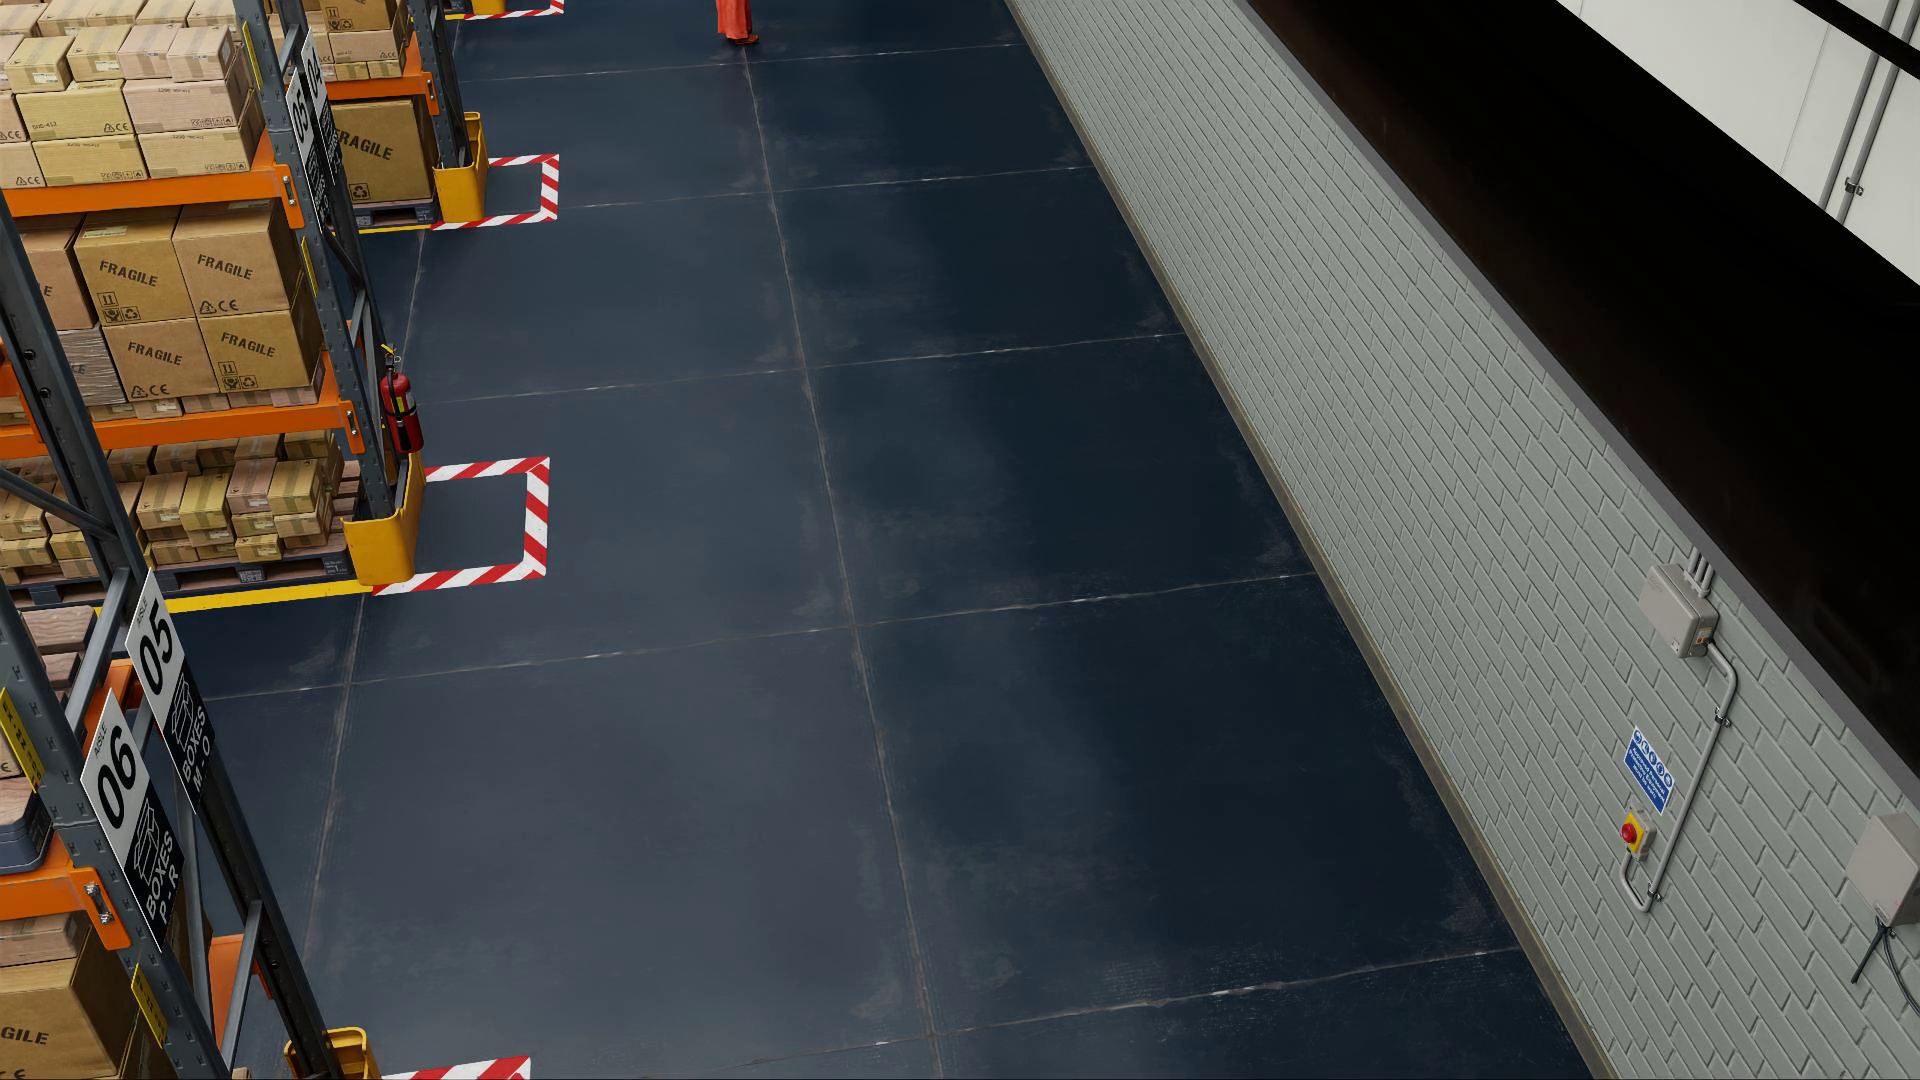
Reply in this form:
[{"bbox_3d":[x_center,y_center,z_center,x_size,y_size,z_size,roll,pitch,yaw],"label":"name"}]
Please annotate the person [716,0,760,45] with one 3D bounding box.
[{"bbox_3d":[-2.357,-6.032,17.123,0.713,1.803,0.714,-22,43,-26],"label":"person"}]
